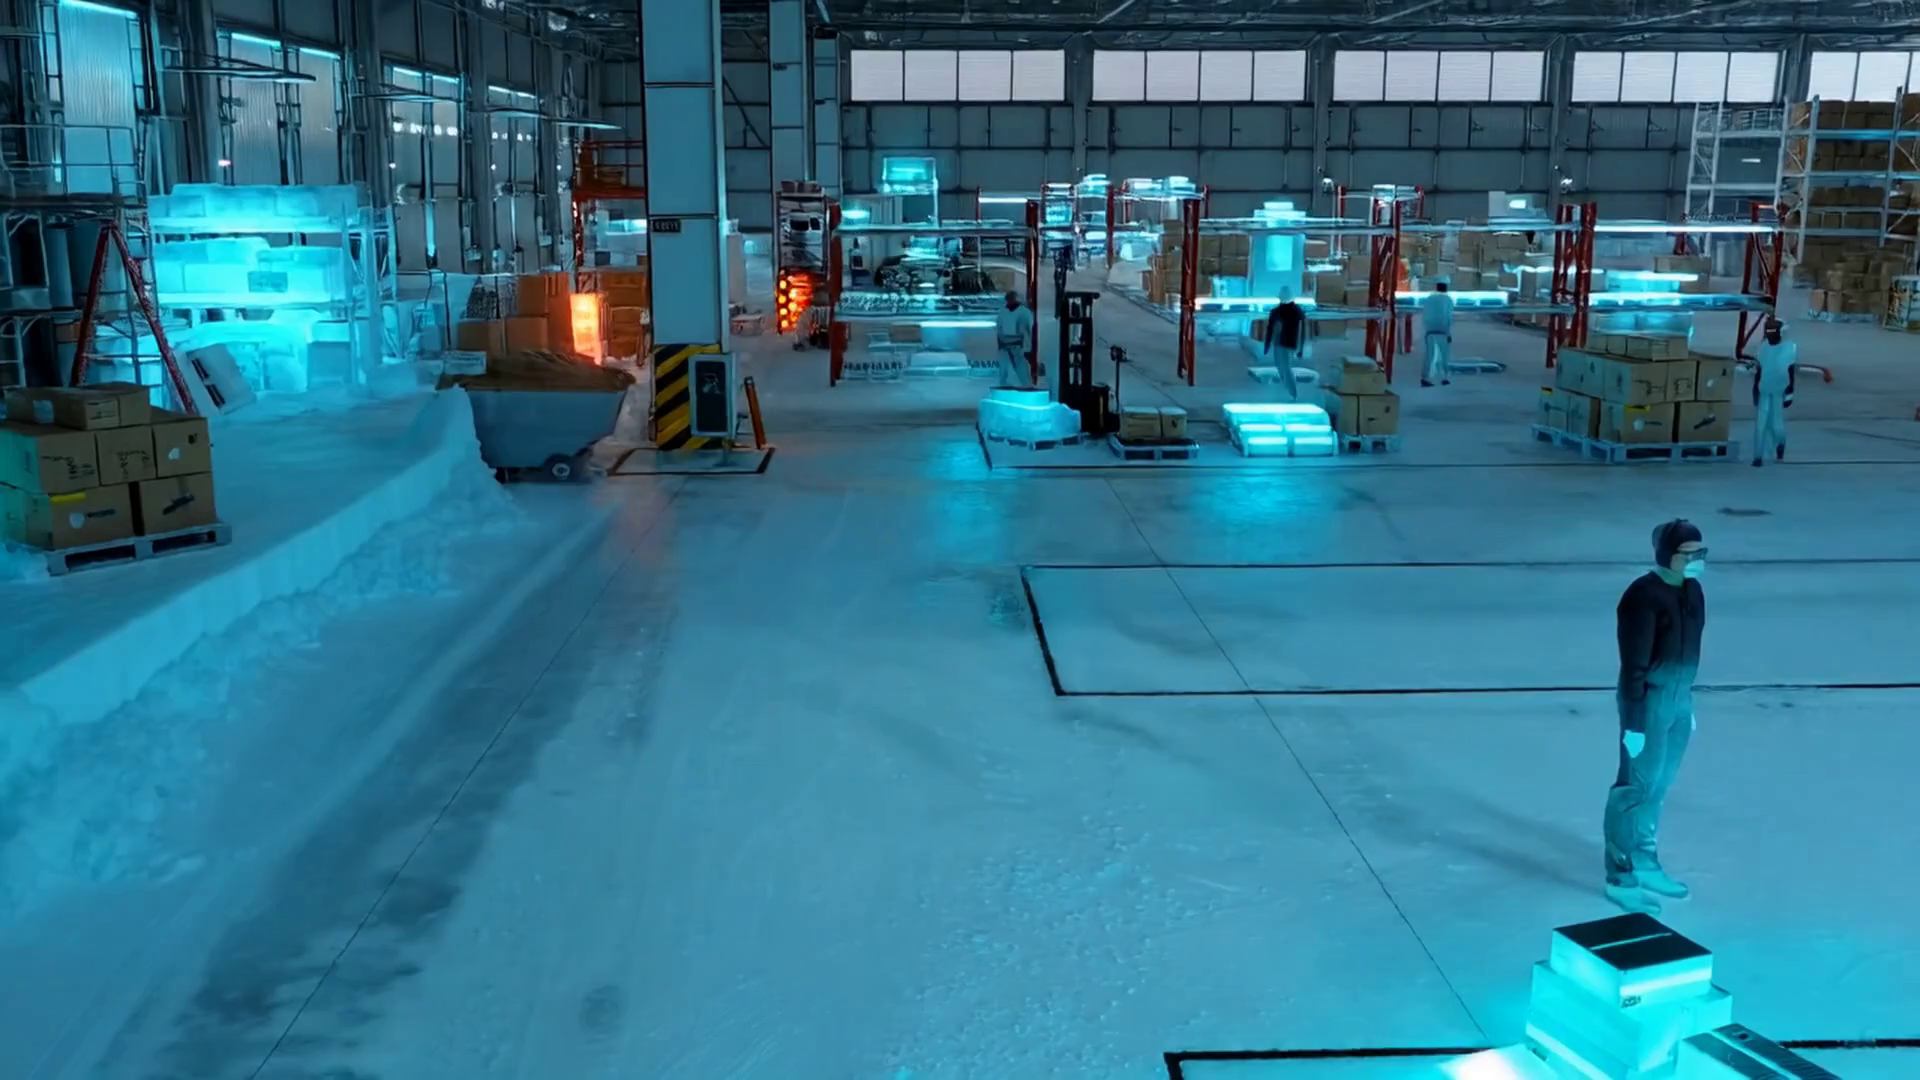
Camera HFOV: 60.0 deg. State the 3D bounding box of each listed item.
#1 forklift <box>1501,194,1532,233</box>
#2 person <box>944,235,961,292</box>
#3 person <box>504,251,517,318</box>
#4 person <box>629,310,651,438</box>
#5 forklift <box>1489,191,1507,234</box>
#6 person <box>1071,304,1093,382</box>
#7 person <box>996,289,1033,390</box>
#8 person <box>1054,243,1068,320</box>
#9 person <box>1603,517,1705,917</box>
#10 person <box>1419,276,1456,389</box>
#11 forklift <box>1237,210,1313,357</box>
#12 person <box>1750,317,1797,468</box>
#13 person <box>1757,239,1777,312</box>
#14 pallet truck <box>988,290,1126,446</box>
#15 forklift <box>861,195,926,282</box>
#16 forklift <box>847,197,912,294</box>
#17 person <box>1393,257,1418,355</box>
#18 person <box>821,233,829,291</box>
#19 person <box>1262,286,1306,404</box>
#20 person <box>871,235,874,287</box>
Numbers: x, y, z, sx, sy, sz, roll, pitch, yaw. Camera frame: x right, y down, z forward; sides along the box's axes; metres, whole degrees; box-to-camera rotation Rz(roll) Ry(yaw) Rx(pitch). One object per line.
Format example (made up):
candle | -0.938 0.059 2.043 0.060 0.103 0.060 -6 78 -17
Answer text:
forklift | 18.448 -10.131 55.461 1.129 2.768 1.873 -1 13 -3
person | -0.185 -8.171 48.849 0.551 1.911 0.848 7 14 29
person | -11.010 -6.250 40.787 0.313 1.634 0.515 -8 15 -33
person | -4.232 -2.228 22.404 0.701 1.716 0.518 -3 13 -13
forklift | 20.257 -11.776 62.888 1.873 2.768 1.129 0 12 -2
person | 1.767 -2.575 24.062 0.322 1.690 0.533 -1 13 -4
person | 0.843 -2.919 25.342 0.622 1.811 0.801 6 14 24
person | 2.452 -6.254 40.316 0.327 1.843 0.514 4 13 18
person | 3.391 0.840 8.074 0.631 1.940 0.372 -12 17 -42
person | 7.927 -3.447 27.697 0.572 1.843 1.099 8 15 33
forklift | 6.219 -5.054 32.541 1.129 2.768 1.873 0 12 -2
person | 9.977 -1.824 20.360 0.529 1.831 0.910 10 16 39
person | 20.755 -6.803 42.754 0.328 1.865 0.521 -8 15 -32
pallet truck | 1.257 -2.299 22.111 1.885 1.965 0.823 -9 15 -35
forklift | -2.120 -9.692 53.479 1.873 2.768 1.129 -7 14 -28
forklift | -2.359 -8.634 48.706 1.873 2.768 1.129 0 12 -2
person | 8.716 -4.587 32.624 0.371 1.916 0.597 -7 14 -30
person | -3.526 -7.251 44.604 0.379 1.937 0.548 -6 14 -25
person | 4.843 -2.828 24.753 0.645 1.896 1.005 -7 14 -28
person | -2.639 -8.681 51.200 0.339 1.879 0.576 -3 13 -12
